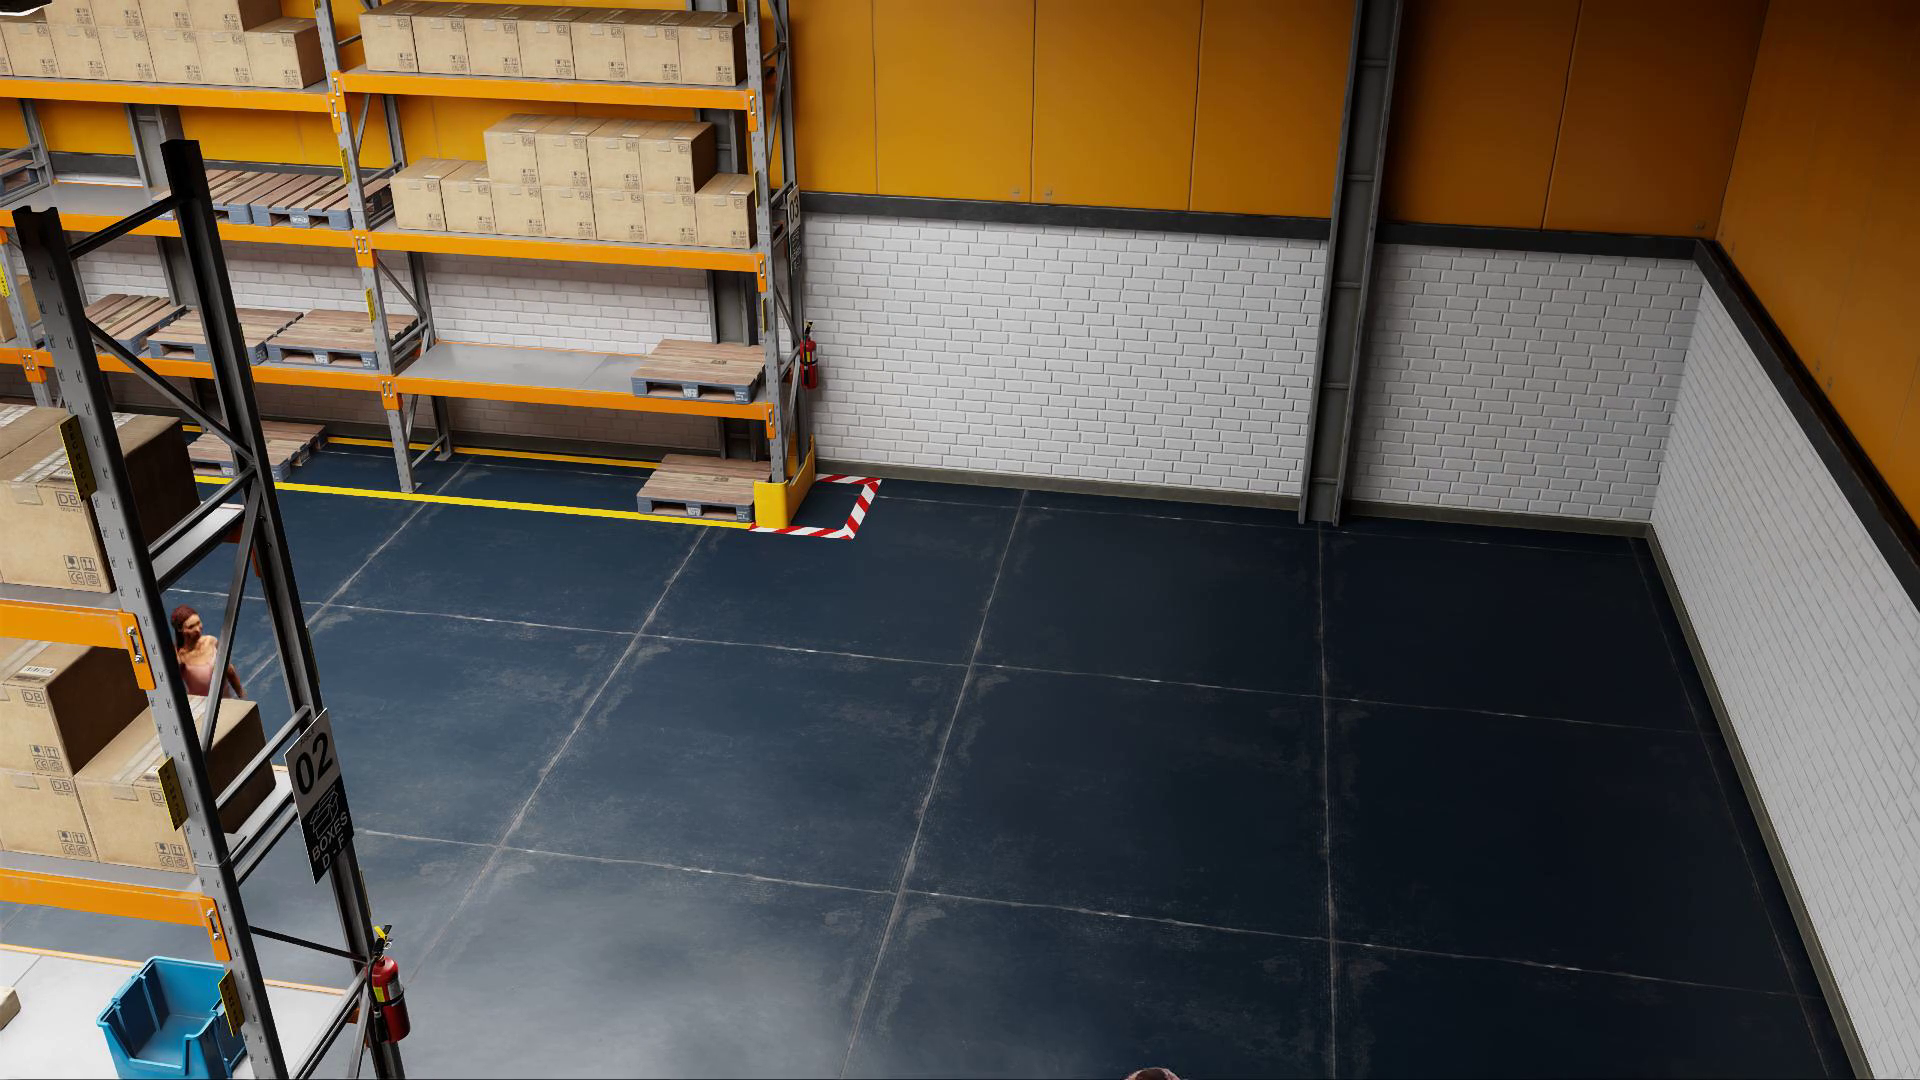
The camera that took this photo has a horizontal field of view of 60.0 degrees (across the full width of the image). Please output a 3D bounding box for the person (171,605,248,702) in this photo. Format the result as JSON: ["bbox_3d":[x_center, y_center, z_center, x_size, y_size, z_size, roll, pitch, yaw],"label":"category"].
[{"bbox_3d":[-5.521,1.252,12.138,0.697,1.820,0.666,12,31,20],"label":"person"}]
